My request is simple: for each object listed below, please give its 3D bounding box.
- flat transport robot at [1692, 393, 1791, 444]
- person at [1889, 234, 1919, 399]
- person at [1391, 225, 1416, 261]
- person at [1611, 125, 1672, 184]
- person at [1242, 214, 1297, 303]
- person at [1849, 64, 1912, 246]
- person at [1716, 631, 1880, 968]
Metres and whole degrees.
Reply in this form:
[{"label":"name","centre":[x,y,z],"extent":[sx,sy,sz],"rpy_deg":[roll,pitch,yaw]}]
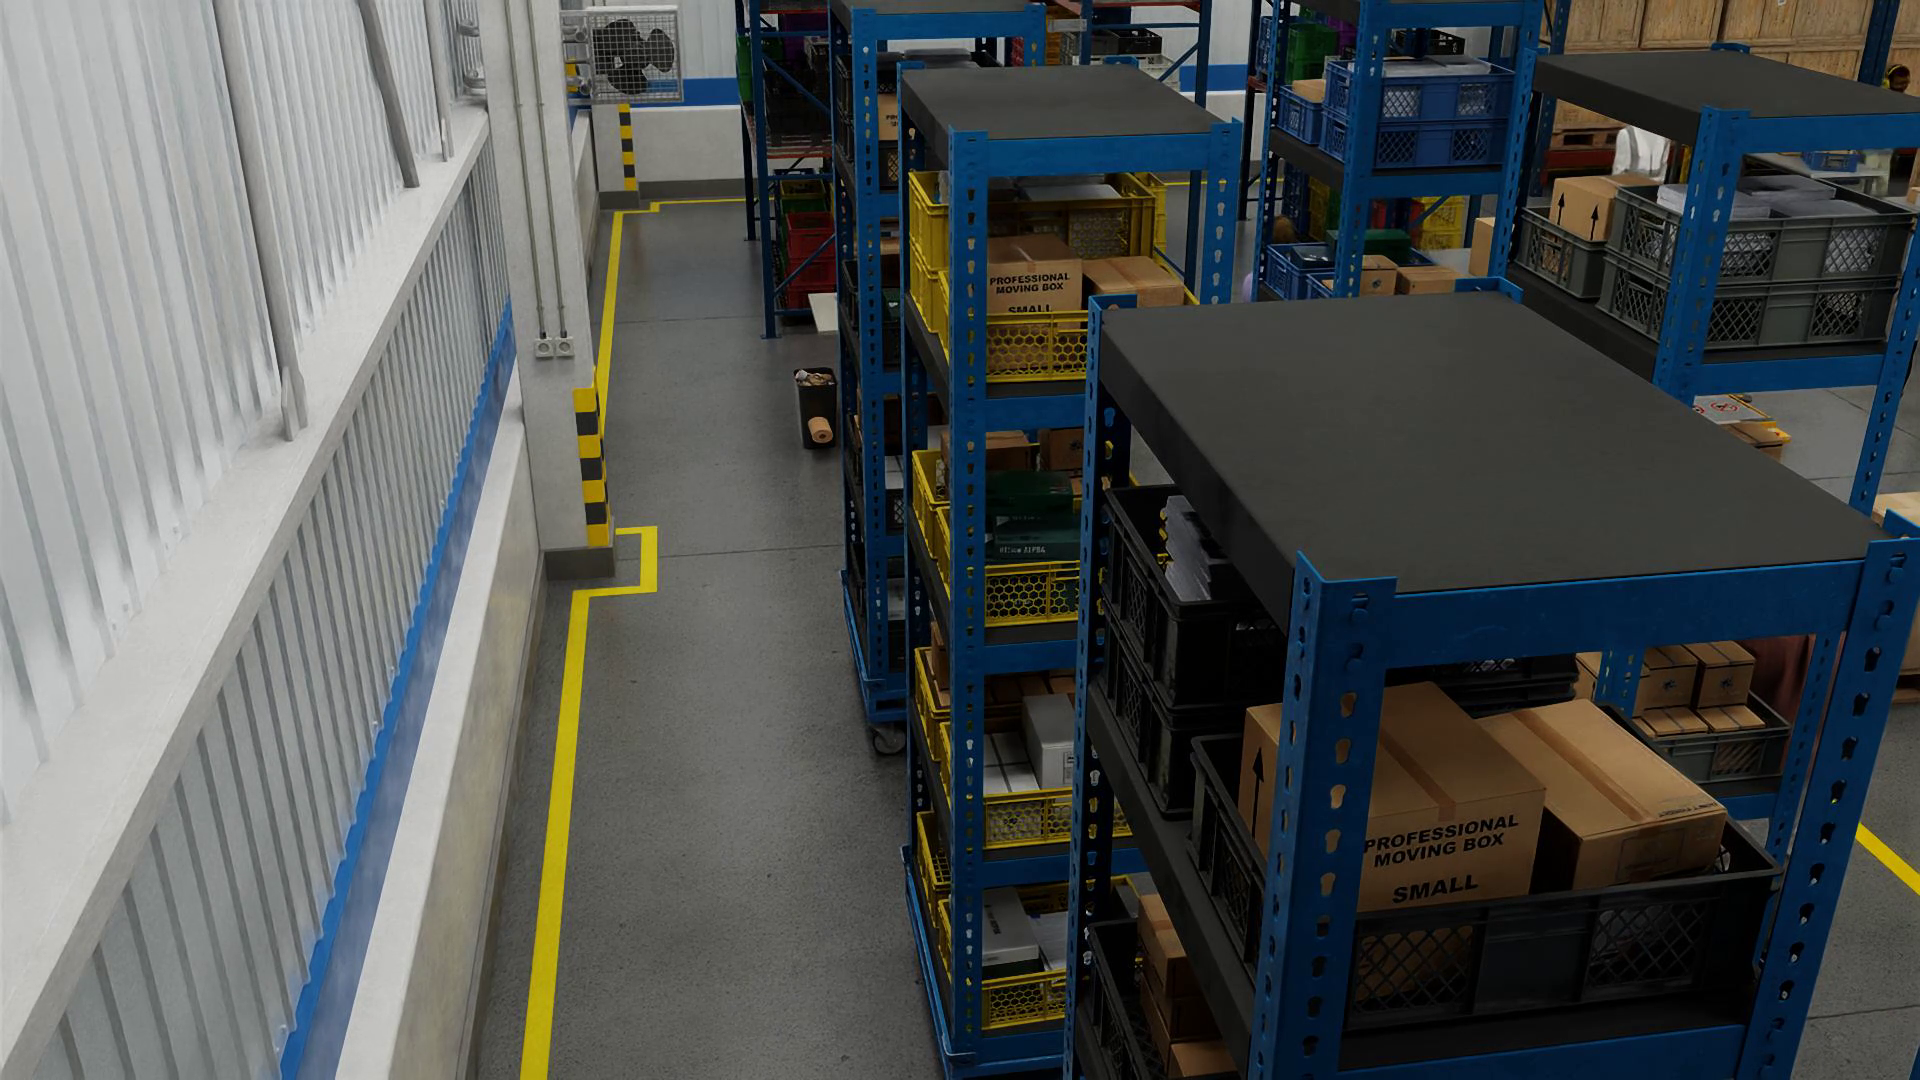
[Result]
[{"label":"flat transport robot","centre":[5.224,-0.859,12.132],"extent":[1.431,0.197,0.652],"rpy_deg":[-4,25,-8]},{"label":"person","centre":[7.254,-1.763,12.403],"extent":[0.542,1.695,0.316],"rpy_deg":[6,25,14]},{"label":"person","centre":[2.892,-1.151,10.954],"extent":[0.432,1.812,0.753],"rpy_deg":[-17,30,-32]},{"label":"person","centre":[6.162,-3.128,15.165],"extent":[0.595,1.876,0.377],"rpy_deg":[-7,26,-14]},{"label":"person","centre":[2.014,-1.153,10.793],"extent":[0.629,1.940,0.373],"rpy_deg":[-18,30,-34]},{"label":"person","centre":[9.349,-3.971,17.045],"extent":[0.554,1.834,0.646],"rpy_deg":[-7,26,-14]},{"label":"person","centre":[3.150,0.812,6.454],"extent":[0.609,1.995,0.376],"rpy_deg":[3,25,7]}]
